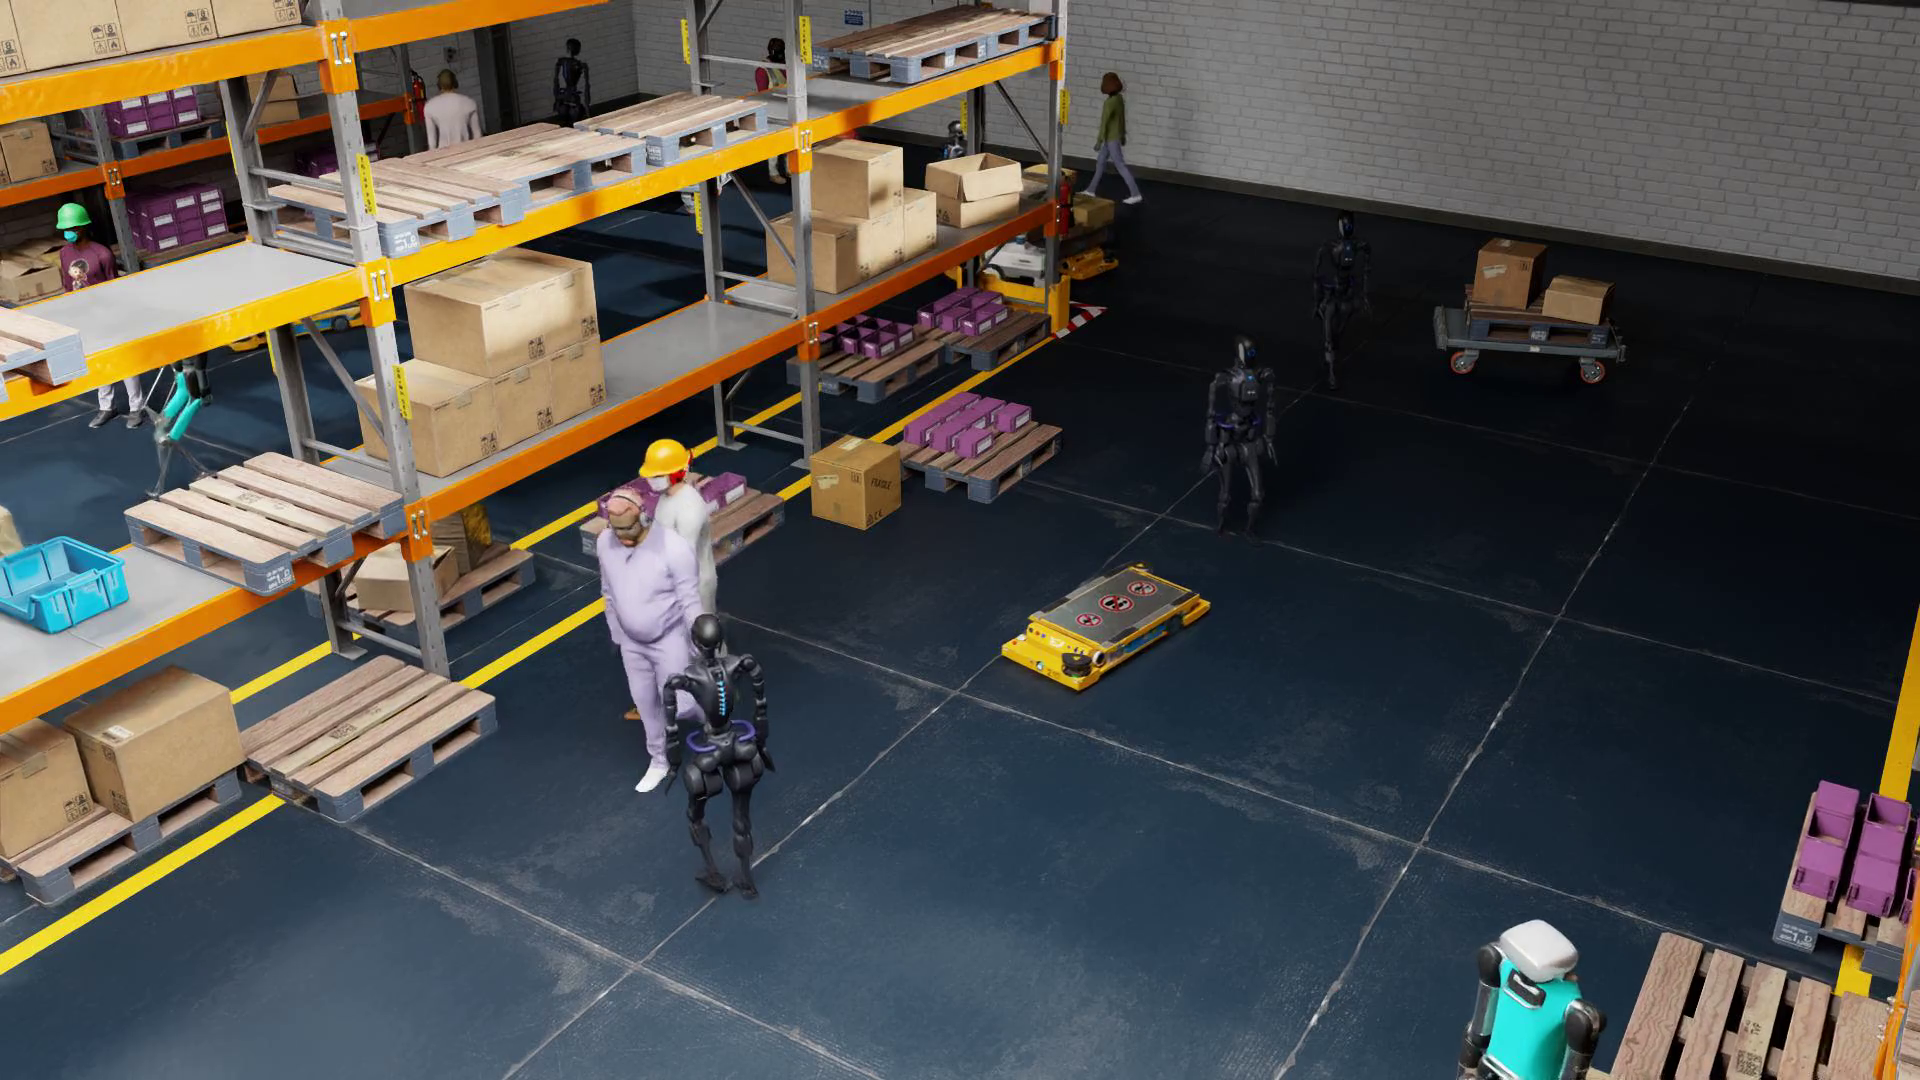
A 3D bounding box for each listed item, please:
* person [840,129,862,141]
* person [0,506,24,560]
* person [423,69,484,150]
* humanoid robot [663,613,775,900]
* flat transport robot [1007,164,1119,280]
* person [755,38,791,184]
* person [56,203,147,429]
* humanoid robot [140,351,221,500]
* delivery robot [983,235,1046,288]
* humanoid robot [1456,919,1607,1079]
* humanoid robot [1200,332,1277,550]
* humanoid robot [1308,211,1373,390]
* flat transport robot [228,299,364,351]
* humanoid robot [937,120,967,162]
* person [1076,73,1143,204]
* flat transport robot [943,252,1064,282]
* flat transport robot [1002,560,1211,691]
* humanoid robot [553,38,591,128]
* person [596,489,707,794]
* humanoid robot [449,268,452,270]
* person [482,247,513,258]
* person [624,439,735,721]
[{"bbox_3d":[-1.308,-3.459,17.433,0.669,1.700,0.572,-7,28,-13],"label":"person"},{"bbox_3d":[-5.806,0.270,10.062,0.609,1.712,0.637,3,27,6],"label":"person"},{"bbox_3d":[-5.762,-4.435,19.112,0.645,1.919,0.448,-3,27,-5],"label":"person"},{"bbox_3d":[-1.227,1.103,8.470,0.583,1.651,0.329,-14,30,-25],"label":"humanoid robot"},{"bbox_3d":[0.993,-3.182,18.468,1.431,0.231,0.659,22,34,36],"label":"flat transport robot"},{"bbox_3d":[-2.315,-5.505,21.324,0.430,1.831,0.634,19,32,32],"label":"person"},{"bbox_3d":[-7.286,-1.902,14.090,0.488,1.952,0.421,3,27,5],"label":"person"},{"bbox_3d":[-6.182,-1.141,12.931,0.799,1.882,0.555,-22,34,-37],"label":"humanoid robot"},{"bbox_3d":[0.636,-2.945,17.678,0.785,0.587,0.499,12,29,22],"label":"delivery robot"},{"bbox_3d":[1.796,2.289,6.117,0.928,1.808,0.567,-14,30,-26],"label":"humanoid robot"},{"bbox_3d":[2.017,-0.706,12.032,0.585,1.641,0.380,-9,28,-18],"label":"humanoid robot"},{"bbox_3d":[3.438,-2.183,14.987,0.608,1.623,0.756,-5,27,-9],"label":"humanoid robot"},{"bbox_3d":[-6.584,-2.190,16.513,1.431,0.231,0.659,-20,33,-34],"label":"flat transport robot"},{"bbox_3d":[-0.095,-3.689,17.912,0.351,1.647,0.609,-22,34,-36],"label":"humanoid robot"},{"bbox_3d":[1.891,-4.939,20.470,0.886,1.584,0.508,10,29,19],"label":"person"},{"bbox_3d":[0.549,-3.011,18.132,1.431,0.231,0.659,-12,29,-23],"label":"flat transport robot"},{"bbox_3d":[0.995,0.550,11.114,0.659,0.231,1.431,23,35,37],"label":"flat transport robot"},{"bbox_3d":[-5.203,-5.840,22.205,0.620,1.640,0.699,12,29,22],"label":"humanoid robot"},{"bbox_3d":[-1.687,0.524,9.392,0.683,1.880,0.556,13,29,23],"label":"person"},{"bbox_3d":[-3.847,-1.143,12.842,0.537,1.786,0.810,3,27,5],"label":"humanoid robot"},{"bbox_3d":[-3.622,-1.611,13.648,0.409,1.825,0.551,-14,30,-26],"label":"person"},{"bbox_3d":[-1.735,0.288,9.871,0.809,1.857,0.555,-17,32,-30],"label":"person"}]
